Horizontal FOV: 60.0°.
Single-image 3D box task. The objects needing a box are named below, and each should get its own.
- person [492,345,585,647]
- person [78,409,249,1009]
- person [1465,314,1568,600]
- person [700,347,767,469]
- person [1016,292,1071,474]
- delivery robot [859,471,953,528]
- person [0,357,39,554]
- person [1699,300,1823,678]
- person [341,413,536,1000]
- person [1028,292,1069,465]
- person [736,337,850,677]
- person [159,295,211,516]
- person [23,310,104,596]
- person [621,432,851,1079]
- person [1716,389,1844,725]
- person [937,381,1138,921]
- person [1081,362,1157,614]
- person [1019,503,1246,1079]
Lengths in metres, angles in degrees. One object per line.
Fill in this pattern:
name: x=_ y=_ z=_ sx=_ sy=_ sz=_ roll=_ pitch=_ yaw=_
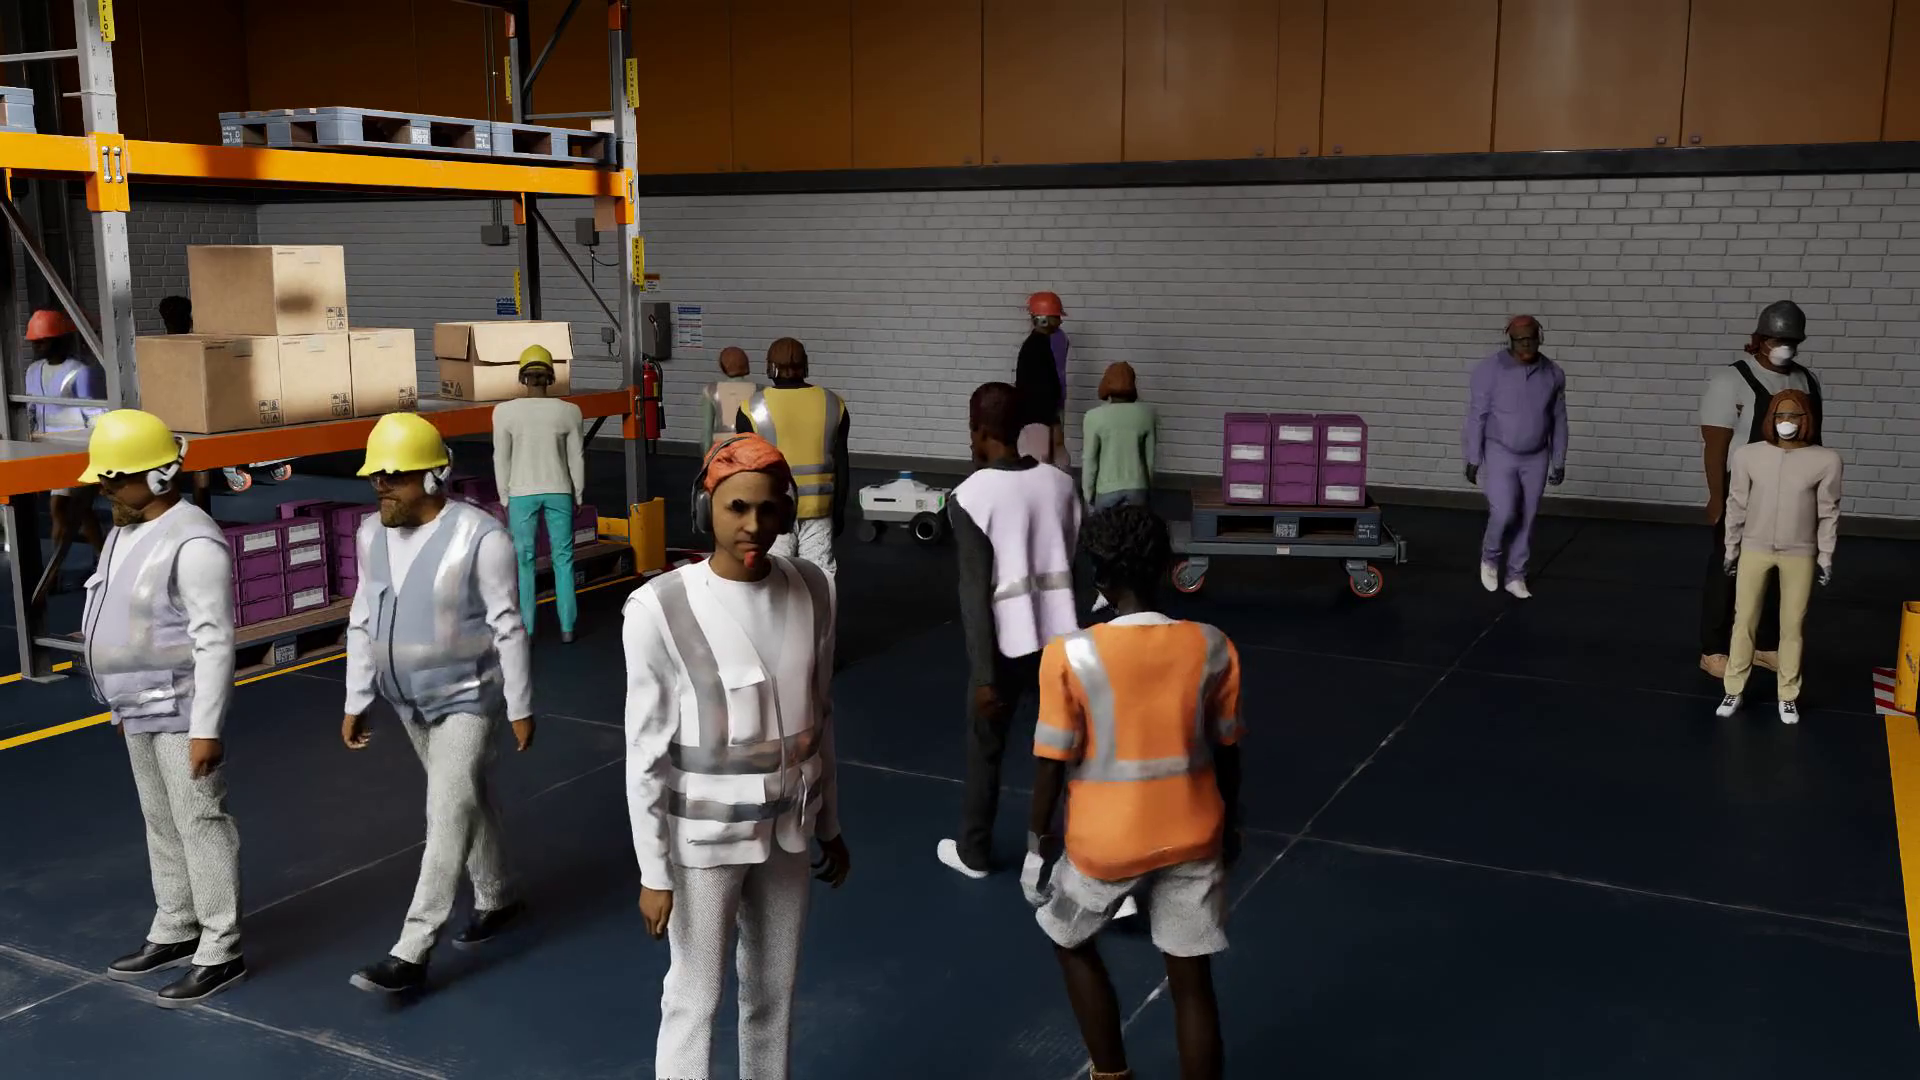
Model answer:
person: x=-2.450 y=-0.257 z=9.714 sx=0.518 sy=1.751 sz=0.381 roll=-4 pitch=10 yaw=-20
person: x=-2.429 y=0.507 z=5.076 sx=0.587 sy=1.823 sz=0.404 roll=9 pitch=13 yaw=41
person: x=3.674 y=-0.537 z=10.925 sx=0.672 sy=1.884 sz=0.432 roll=-1 pitch=10 yaw=-6
person: x=-1.584 y=-0.574 z=11.931 sx=0.560 sy=1.607 sz=0.661 roll=-1 pitch=10 yaw=-8
person: x=0.718 y=-0.934 z=12.970 sx=0.565 sy=1.977 sz=0.635 roll=0 pitch=10 yaw=3
delivery robot: x=-0.429 y=-0.304 z=13.151 sx=0.707 sy=0.478 sz=0.477 roll=3 pitch=11 yaw=15
person: x=-7.331 y=-0.842 z=12.697 sx=0.695 sy=1.885 sz=0.461 roll=1 pitch=10 yaw=9
person: x=4.341 y=-0.268 z=8.924 sx=0.688 sy=2.000 sz=0.536 roll=-3 pitch=10 yaw=-15
person: x=-1.692 y=0.503 z=5.206 sx=0.604 sy=1.791 sz=0.887 roll=5 pitch=11 yaw=29
person: x=0.772 y=-1.288 z=15.150 sx=0.384 sy=1.930 sz=0.547 roll=6 pitch=11 yaw=30
person: x=-0.894 y=-0.151 z=8.830 sx=0.627 sy=1.843 sz=0.429 roll=-4 pitch=11 yaw=-23
person: x=-5.883 y=-0.863 z=12.584 sx=0.608 sy=1.966 sz=0.374 roll=2 pitch=10 yaw=9
person: x=-6.102 y=-0.581 z=11.166 sx=0.564 sy=1.893 sz=0.930 roll=5 pitch=11 yaw=27
person: x=-0.499 y=0.691 z=3.831 sx=0.578 sy=1.881 sz=0.346 roll=-9 pitch=13 yaw=-43
person: x=3.981 y=0.080 z=8.089 sx=0.500 sy=1.633 sz=0.286 roll=6 pitch=11 yaw=30
person: x=0.247 y=0.386 z=5.752 sx=0.588 sy=1.849 sz=1.019 roll=-7 pitch=12 yaw=-34
person: x=0.987 y=-0.306 z=10.401 sx=0.498 sy=1.613 sz=0.361 roll=-2 pitch=10 yaw=-10
person: x=0.440 y=0.749 z=4.111 sx=0.635 sy=1.659 sz=0.525 roll=-3 pitch=10 yaw=-17
